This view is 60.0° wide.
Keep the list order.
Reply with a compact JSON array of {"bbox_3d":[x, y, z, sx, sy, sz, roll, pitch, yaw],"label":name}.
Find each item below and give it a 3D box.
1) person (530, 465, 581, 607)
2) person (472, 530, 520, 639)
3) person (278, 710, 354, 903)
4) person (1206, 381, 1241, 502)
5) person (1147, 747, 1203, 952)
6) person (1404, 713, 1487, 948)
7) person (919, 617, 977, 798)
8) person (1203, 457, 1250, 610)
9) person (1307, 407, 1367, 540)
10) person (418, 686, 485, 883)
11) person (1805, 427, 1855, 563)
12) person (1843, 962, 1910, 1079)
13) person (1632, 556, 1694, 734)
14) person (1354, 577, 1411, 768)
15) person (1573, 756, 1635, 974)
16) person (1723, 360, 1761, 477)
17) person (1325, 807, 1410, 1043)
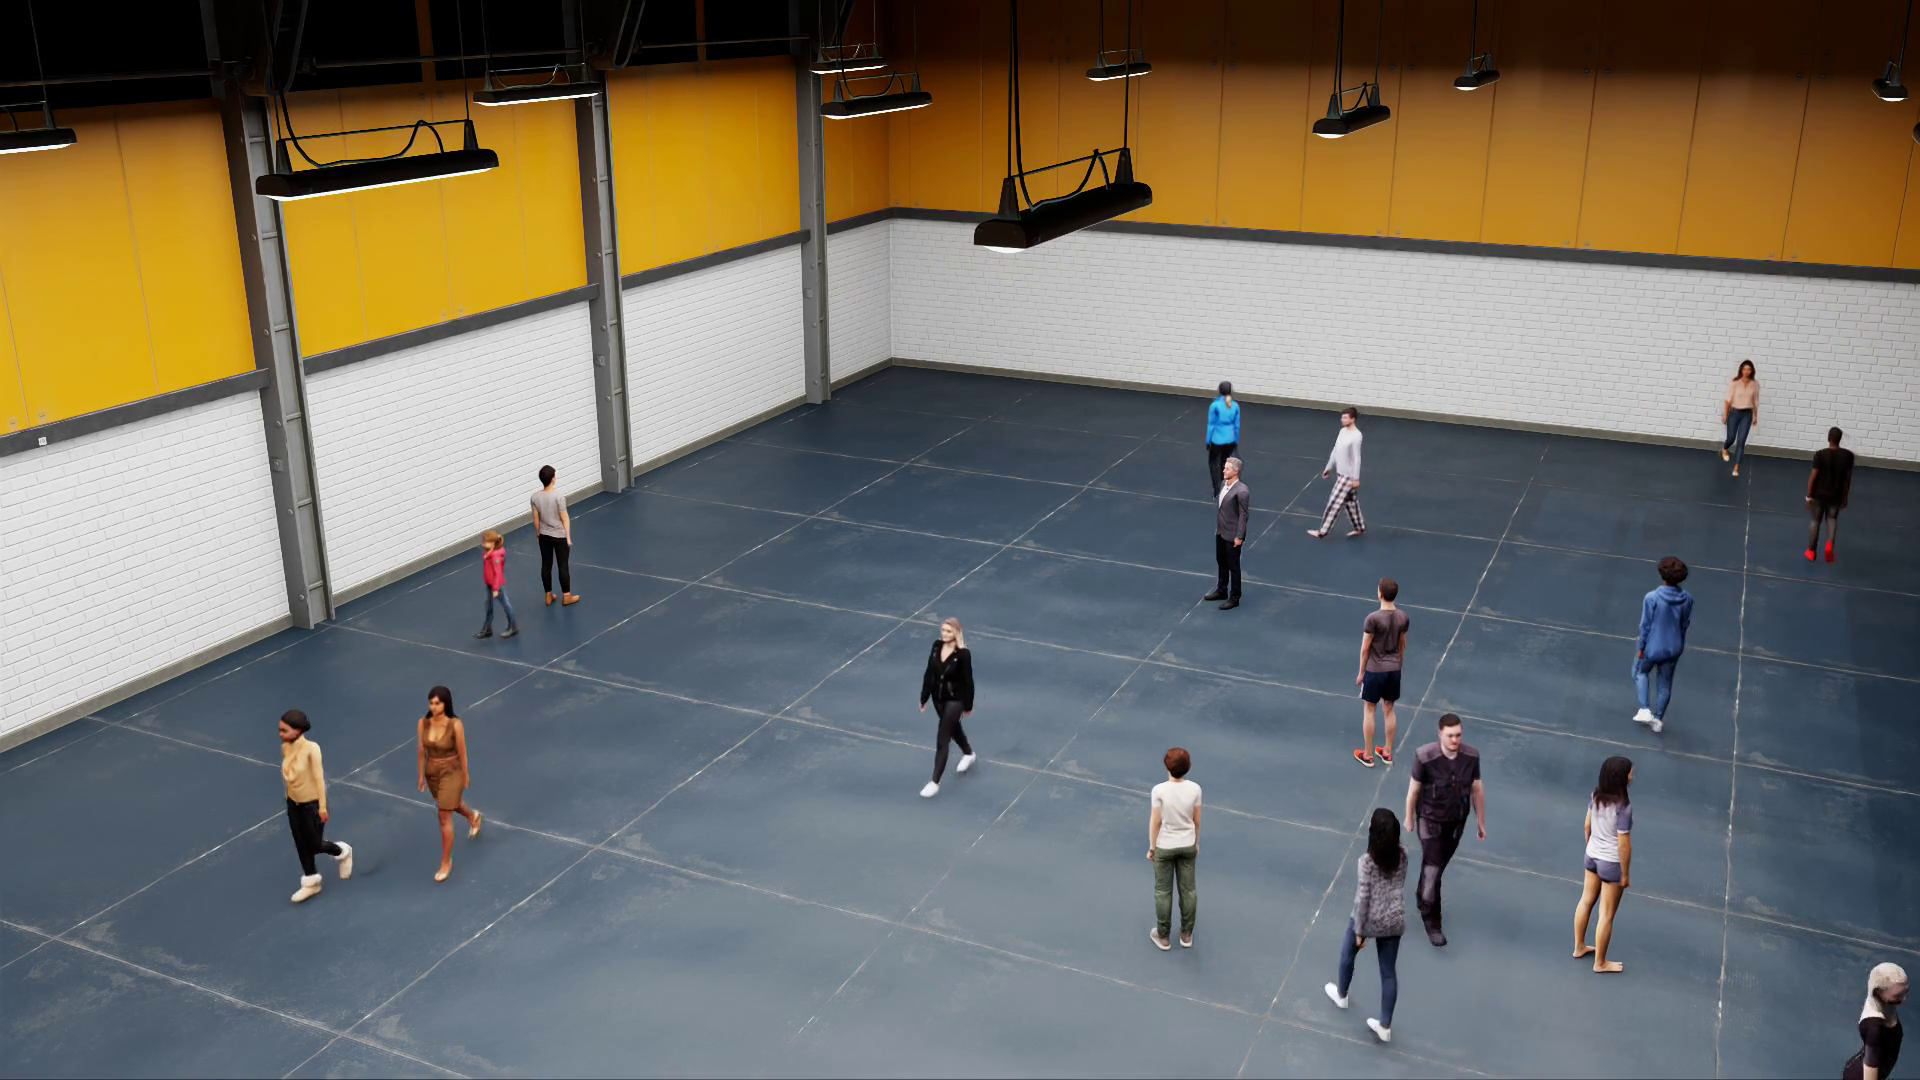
[{"bbox_3d":[-4.887,-0.062,19.937,0.637,1.724,0.582,5,19,15],"label":"person"},{"bbox_3d":[-5.220,0.498,18.942,0.834,1.298,0.713,-14,23,-36],"label":"person"},{"bbox_3d":[-5.267,2.127,13.556,0.591,1.648,0.790,9,20,24],"label":"person"},{"bbox_3d":[3.756,-1.358,23.681,0.783,1.790,0.837,-1,19,-3],"label":"person"},{"bbox_3d":[1.657,2.371,12.824,0.657,1.654,0.688,-2,19,-7],"label":"person"},{"bbox_3d":[3.761,2.180,13.132,1.006,1.818,1.100,-4,19,-12],"label":"person"},{"bbox_3d":[-0.054,1.493,15.454,0.797,1.639,1.217,14,23,35],"label":"person"},{"bbox_3d":[3.224,-0.111,19.900,0.850,1.842,0.803,-8,20,-21],"label":"person"},{"bbox_3d":[5.233,-0.877,22.230,1.095,1.805,1.146,-3,19,-9],"label":"person"},{"bbox_3d":[-4.294,1.975,14.003,0.667,1.650,1.128,5,19,16],"label":"person"},{"bbox_3d":[11.109,-0.540,21.253,0.750,1.789,0.921,5,19,14],"label":"person"},{"bbox_3d":[5.377,3.272,9.889,0.702,1.818,0.495,3,19,8],"label":"person"},{"bbox_3d":[6.976,1.068,16.465,0.783,1.798,0.763,0,19,1],"label":"person"},{"bbox_3d":[4.016,1.258,15.820,0.702,1.851,0.759,-7,20,-19],"label":"person"},{"bbox_3d":[4.875,2.421,12.548,0.714,1.734,0.650,-6,20,-18],"label":"person"},{"bbox_3d":[11.846,-1.883,25.286,0.691,1.761,1.010,5,19,15],"label":"person"},{"bbox_3d":[2.985,2.729,11.682,0.936,1.704,1.025,-5,19,-13],"label":"person"}]
